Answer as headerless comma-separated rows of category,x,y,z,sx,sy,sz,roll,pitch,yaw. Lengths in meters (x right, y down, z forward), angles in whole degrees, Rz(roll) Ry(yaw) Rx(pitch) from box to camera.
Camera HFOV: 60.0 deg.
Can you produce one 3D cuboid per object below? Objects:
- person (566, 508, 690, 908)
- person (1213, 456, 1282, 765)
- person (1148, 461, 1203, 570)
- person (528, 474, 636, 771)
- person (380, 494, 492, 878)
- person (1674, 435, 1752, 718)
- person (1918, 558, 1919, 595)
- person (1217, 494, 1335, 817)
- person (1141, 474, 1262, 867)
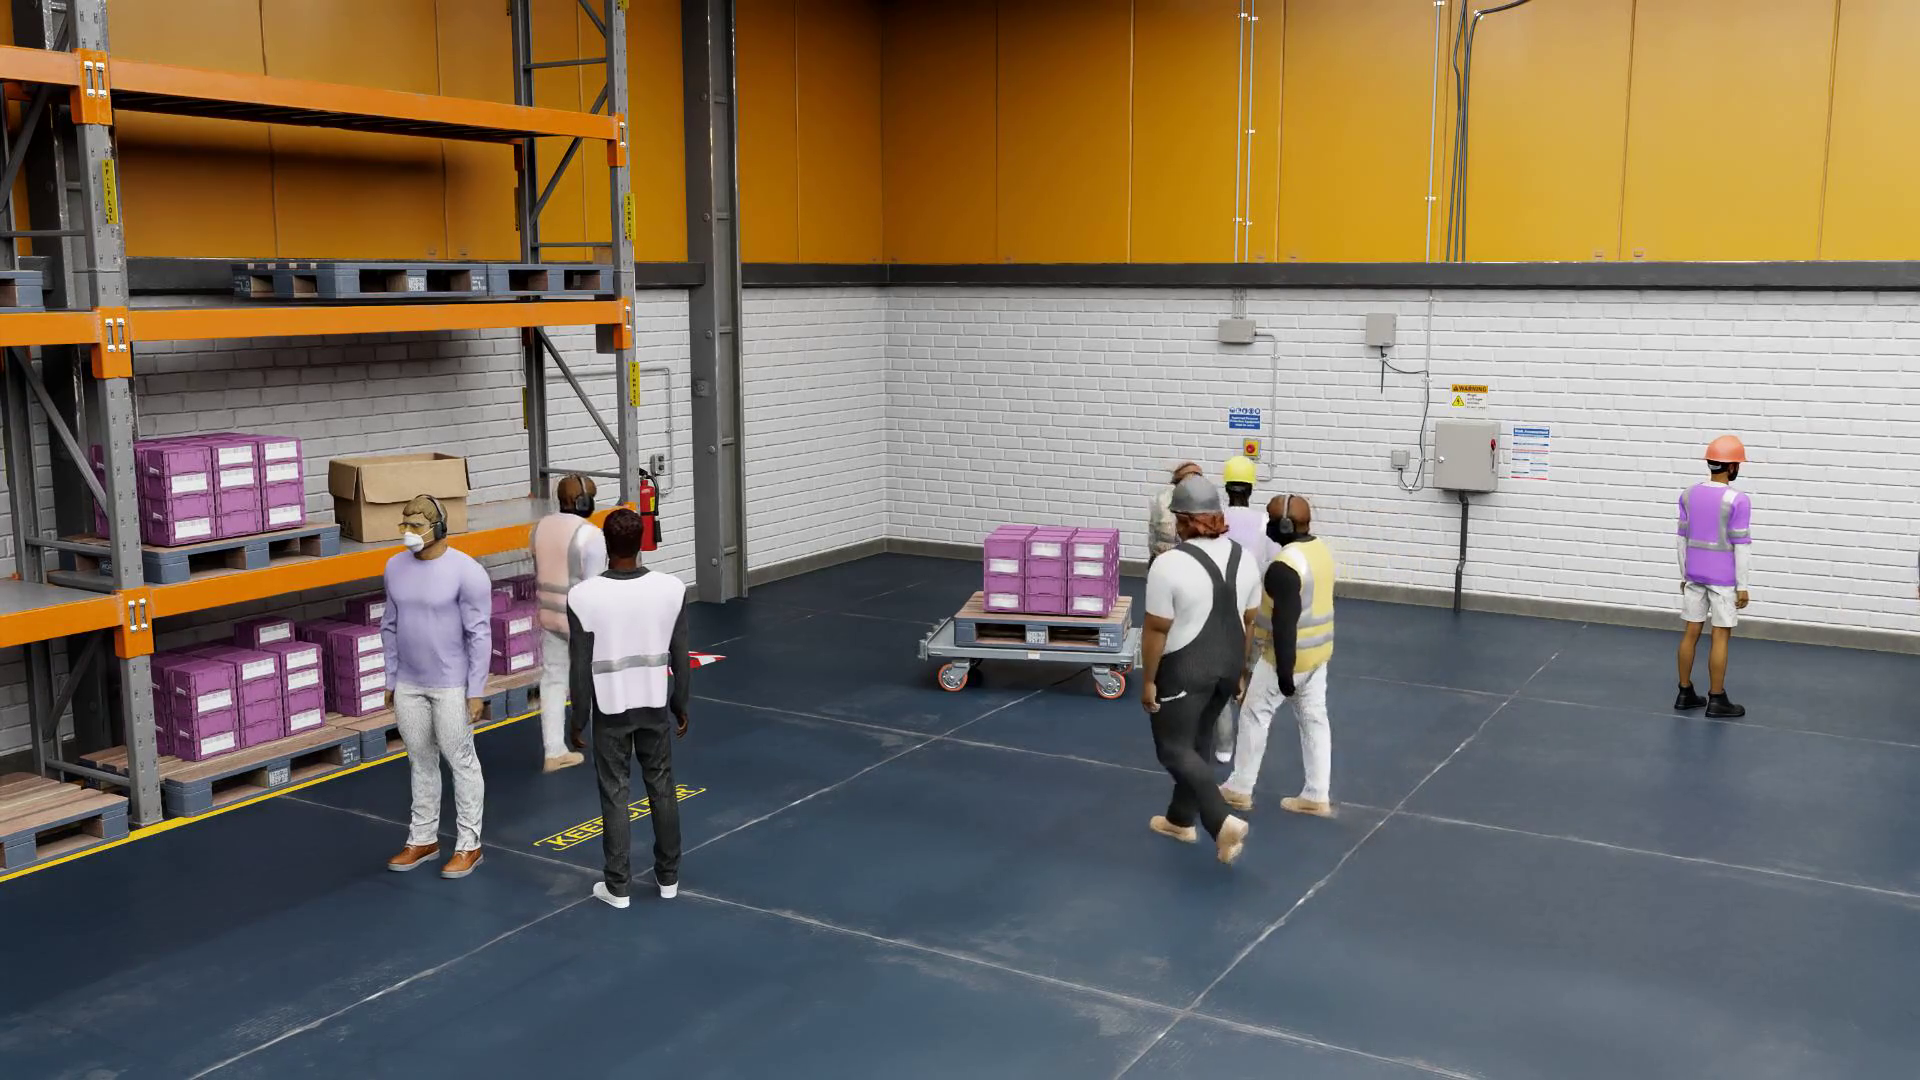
person,-1.576,0.805,7.978,0.596,1.916,0.372,-5,10,-28
person,1.724,0.415,10.499,0.590,1.898,0.840,1,9,7
person,1.690,0.185,12.795,0.559,1.605,0.395,4,10,24
person,-2.292,0.490,10.285,0.630,1.815,0.816,5,11,30
person,-2.643,0.731,8.377,0.627,1.941,0.371,3,10,21
person,5.181,0.247,11.403,0.357,1.937,0.551,-5,10,-27
person,6.759,0.325,11.092,0.641,1.896,0.987,4,10,26
person,1.748,0.639,9.340,0.796,1.819,0.633,7,11,37
person,1.248,0.649,8.570,0.689,2.000,0.848,-6,11,-34
